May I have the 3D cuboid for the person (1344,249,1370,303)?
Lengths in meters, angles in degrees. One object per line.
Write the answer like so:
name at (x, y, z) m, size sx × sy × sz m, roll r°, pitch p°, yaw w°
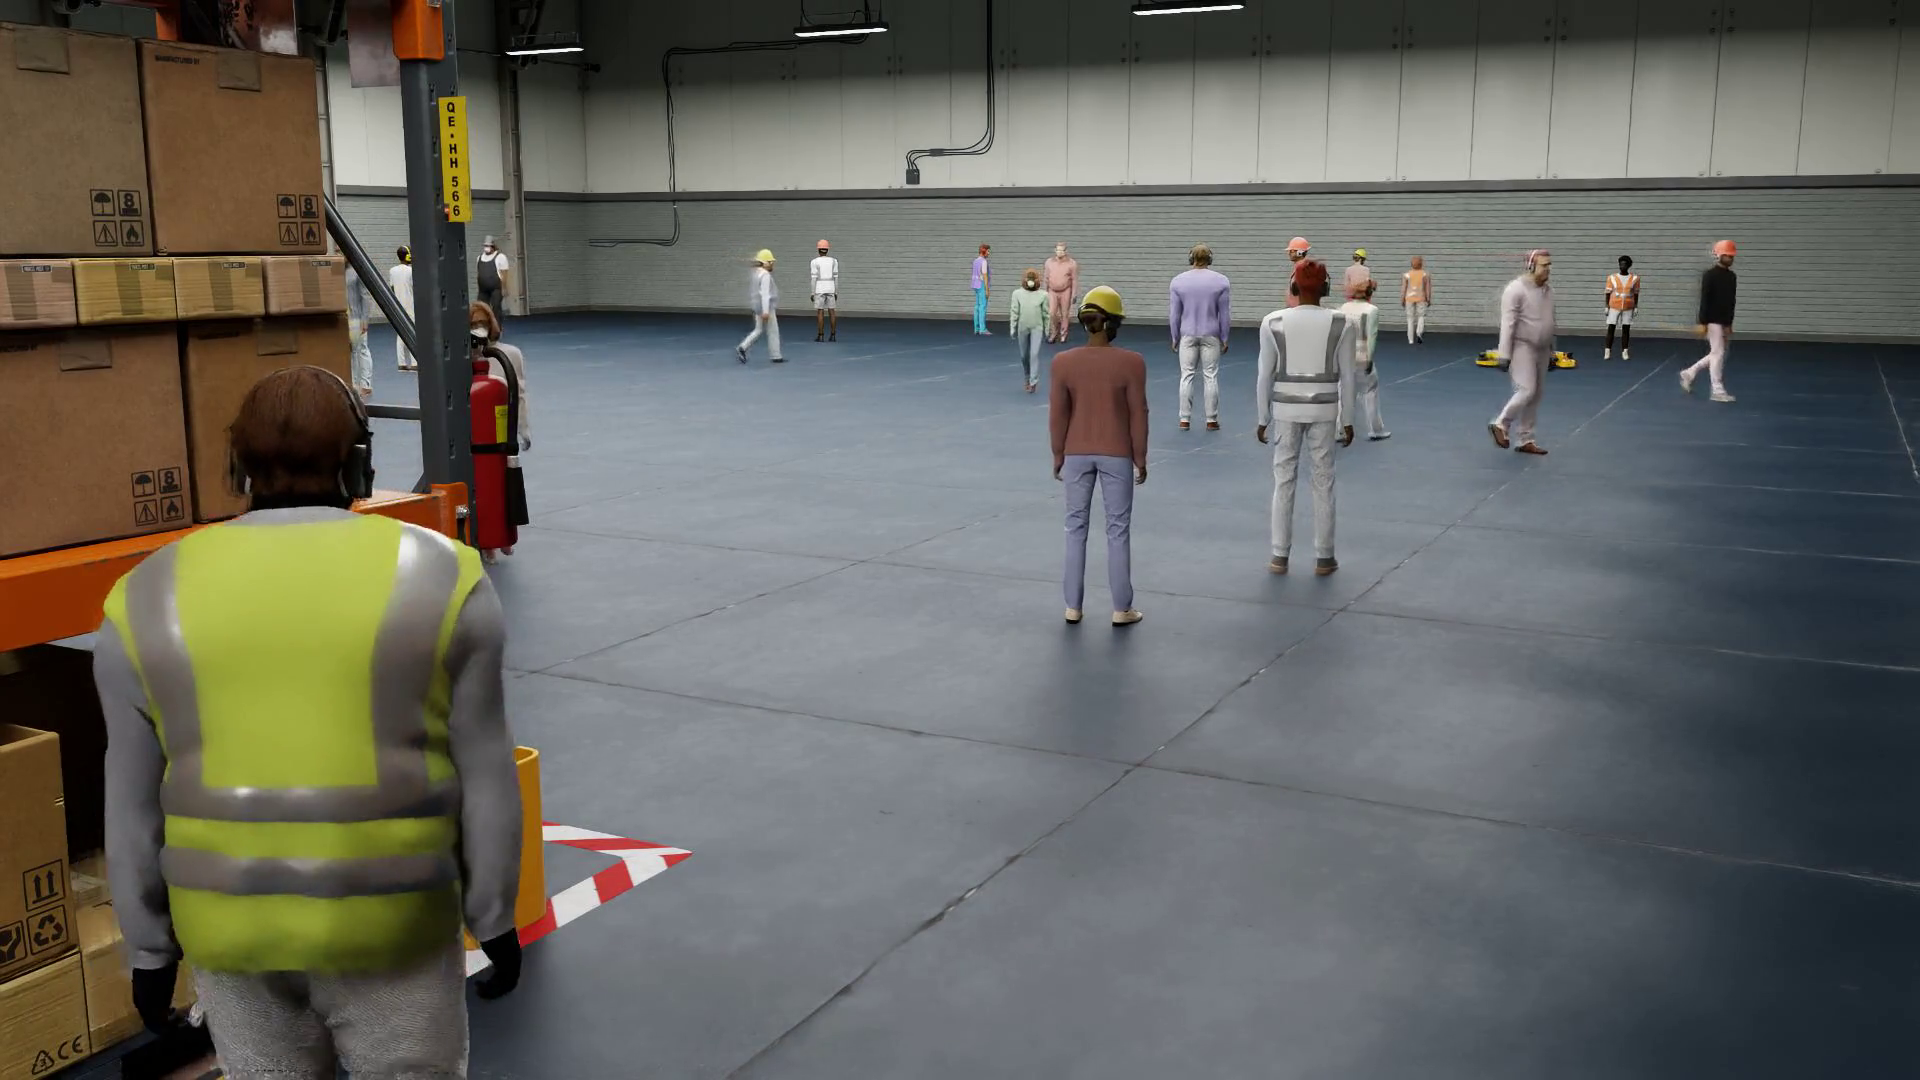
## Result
person at (7.451, -4.554, 31.155) m, size 0.523 × 1.759 × 0.332 m, roll 9°, pitch 14°, yaw 41°

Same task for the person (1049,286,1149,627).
person at (0.726, -0.427, 8.645) m, size 0.523 × 1.761 × 0.328 m, roll 4°, pitch 11°, yaw 19°

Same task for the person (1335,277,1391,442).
person at (3.963, -1.771, 16.368) m, size 0.754 × 1.605 × 0.524 m, roll -8°, pitch 13°, yaw -37°

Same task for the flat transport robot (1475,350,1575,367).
flat transport robot at (8.726, -2.810, 25.694) m, size 1.431 × 0.197 × 0.652 m, roll 3°, pitch 11°, yaw 15°

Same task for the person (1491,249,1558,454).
person at (5.277, -1.738, 15.408) m, size 0.670 × 1.892 × 0.452 m, roll -7°, pitch 13°, yaw -34°

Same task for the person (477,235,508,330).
person at (-9.333, -5.050, 33.080) m, size 0.688 × 2.000 × 0.539 m, roll 3°, pitch 11°, yaw 14°

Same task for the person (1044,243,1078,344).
person at (1.857, -4.583, 30.973) m, size 0.666 × 1.871 × 0.843 m, roll 2°, pitch 11°, yaw 13°

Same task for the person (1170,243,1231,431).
person at (2.483, -2.093, 17.235) m, size 0.632 × 1.940 × 0.372 m, roll 2°, pitch 11°, yaw 11°

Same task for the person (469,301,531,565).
person at (-2.905, -0.649, 10.211) m, size 0.531 × 1.619 × 0.341 m, roll -4°, pitch 11°, yaw -20°

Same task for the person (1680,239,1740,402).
person at (9.265, -2.702, 20.470) m, size 0.622 × 1.974 × 0.771 m, roll -7°, pitch 12°, yaw -32°

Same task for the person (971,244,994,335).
person at (0.435, -5.082, 33.808) m, size 0.390 × 1.838 × 0.563 m, roll -4°, pitch 11°, yaw -21°

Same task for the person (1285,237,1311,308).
person at (4.504, -3.023, 22.154) m, size 0.391 × 1.995 × 0.613 m, roll 1°, pitch 10°, yaw 5°

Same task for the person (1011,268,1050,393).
person at (0.931, -2.728, 21.604) m, size 0.494 × 1.605 × 0.751 m, roll 3°, pitch 11°, yaw 13°

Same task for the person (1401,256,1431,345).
person at (8.429, -4.428, 30.789) m, size 0.546 × 1.626 × 0.356 m, roll 3°, pitch 11°, yaw 17°

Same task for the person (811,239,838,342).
person at (-2.585, -4.732, 31.625) m, size 0.542 × 1.939 × 0.361 m, roll -5°, pitch 11°, yaw -23°

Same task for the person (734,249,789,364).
person at (-3.119, -3.647, 26.075) m, size 0.780 × 1.807 × 0.601 m, roll -5°, pitch 11°, yaw -24°

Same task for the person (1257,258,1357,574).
person at (2.073, -0.734, 9.972) m, size 0.584 × 1.883 × 0.337 m, roll 3°, pitch 11°, yaw 13°

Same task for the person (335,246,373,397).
person at (-7.637, -2.759, 20.884) m, size 0.627 × 1.933 × 0.371 m, roll 6°, pitch 12°, yaw 31°

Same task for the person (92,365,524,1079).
person at (-1.045, 0.634, 2.704) m, size 0.661 × 1.817 × 0.554 m, roll -1°, pitch 10°, yaw -5°

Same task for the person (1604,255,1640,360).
person at (10.756, -3.772, 27.040) m, size 0.537 × 1.698 × 0.320 m, roll 3°, pitch 11°, yaw 15°

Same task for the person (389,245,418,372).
person at (-8.238, -3.438, 24.755) m, size 0.514 × 1.872 × 0.332 m, roll 4°, pitch 11°, yaw 23°
